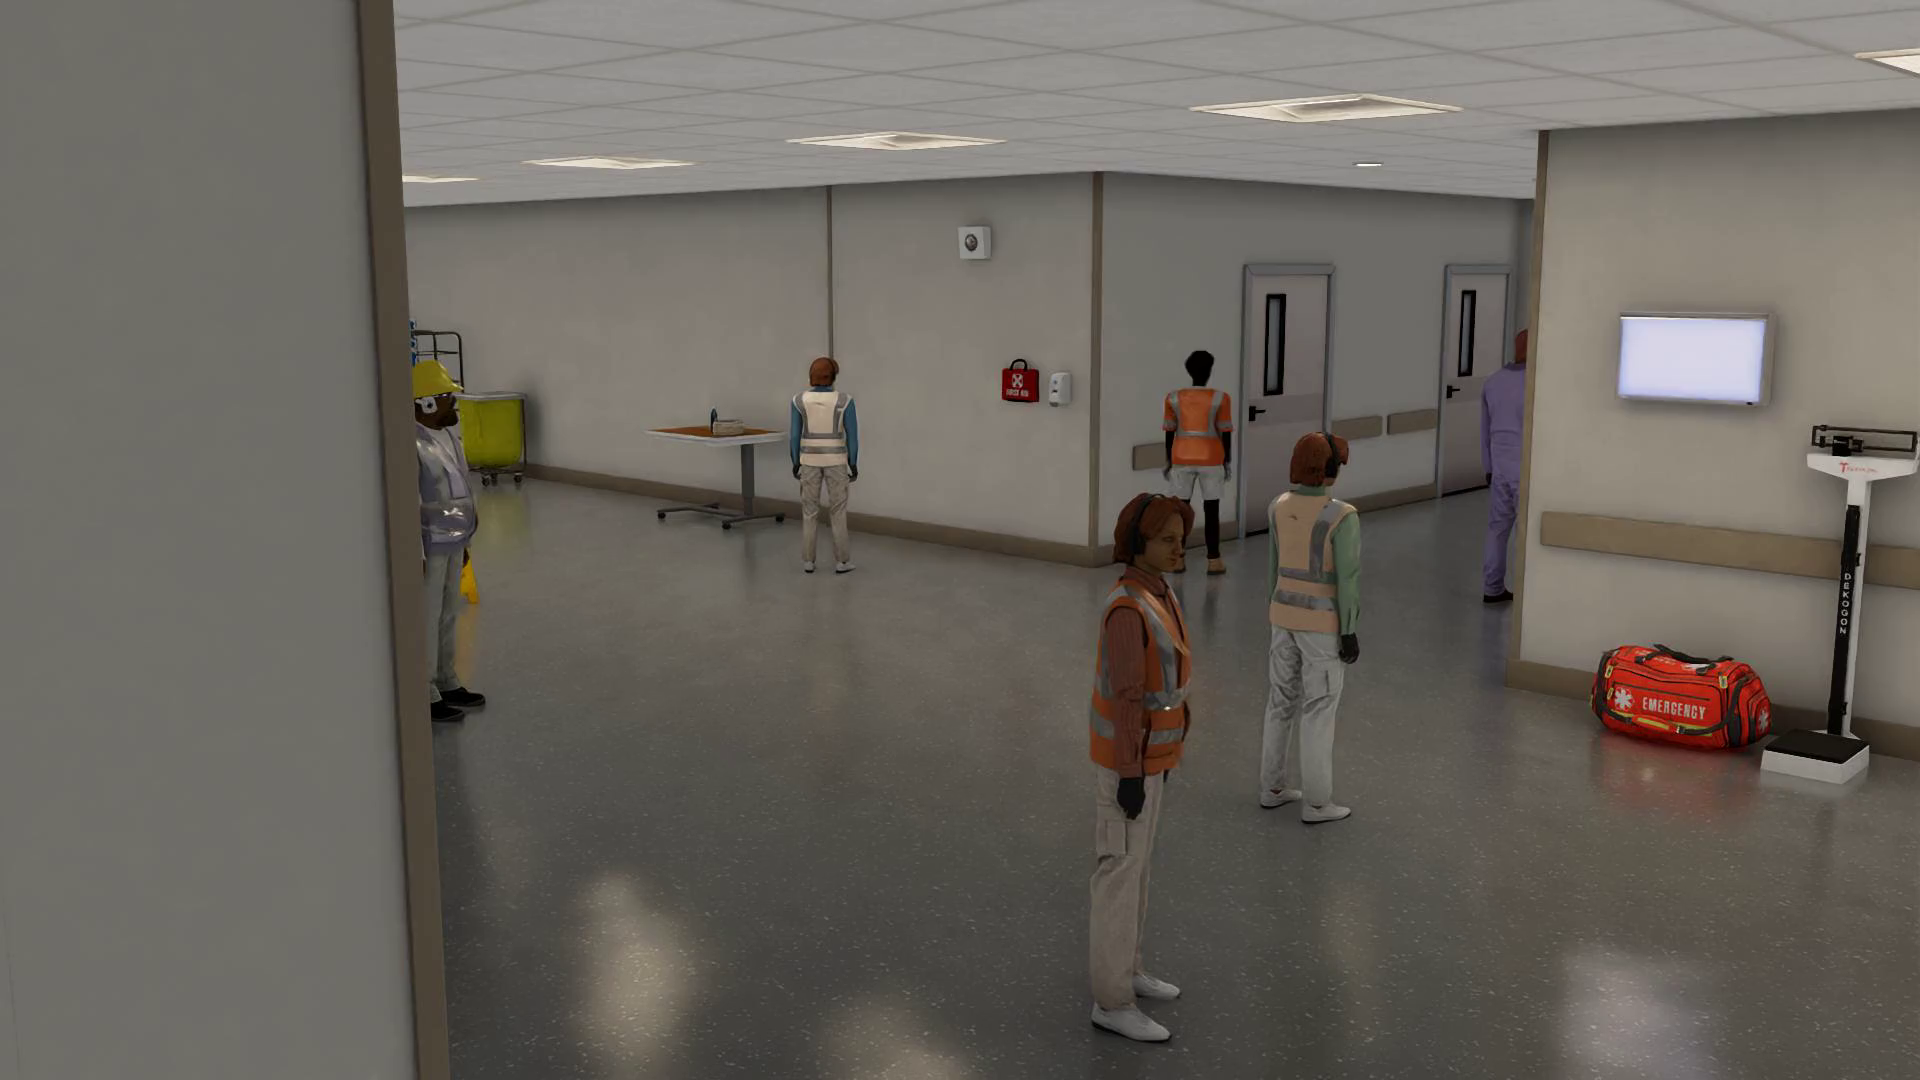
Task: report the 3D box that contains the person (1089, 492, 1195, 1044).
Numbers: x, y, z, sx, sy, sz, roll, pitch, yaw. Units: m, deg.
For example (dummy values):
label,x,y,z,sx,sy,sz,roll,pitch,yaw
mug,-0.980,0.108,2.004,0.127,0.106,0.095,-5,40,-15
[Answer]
label,x,y,z,sx,sy,sz,roll,pitch,yaw
person,0.544,0.670,5.044,0.315,1.636,0.515,3,10,16

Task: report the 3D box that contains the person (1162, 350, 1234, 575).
label,x,y,z,sx,sy,sz,roll,pitch,yaw
person,1.782,-0.577,12.531,0.580,1.694,0.326,3,10,20

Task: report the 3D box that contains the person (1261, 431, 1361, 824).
label,x,y,z,sx,sy,sz,roll,pitch,yaw
person,1.460,0.363,6.948,0.315,1.629,0.508,-5,11,-28

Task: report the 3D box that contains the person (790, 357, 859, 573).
label,x,y,z,sx,sy,sz,roll,pitch,yaw
person,-1.024,-0.559,12.575,0.525,1.636,0.307,1,9,9

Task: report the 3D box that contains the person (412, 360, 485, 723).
label,x,y,z,sx,sy,sz,roll,pitch,yaw
person,-2.677,0.002,8.522,0.404,1.835,0.597,1,9,6
